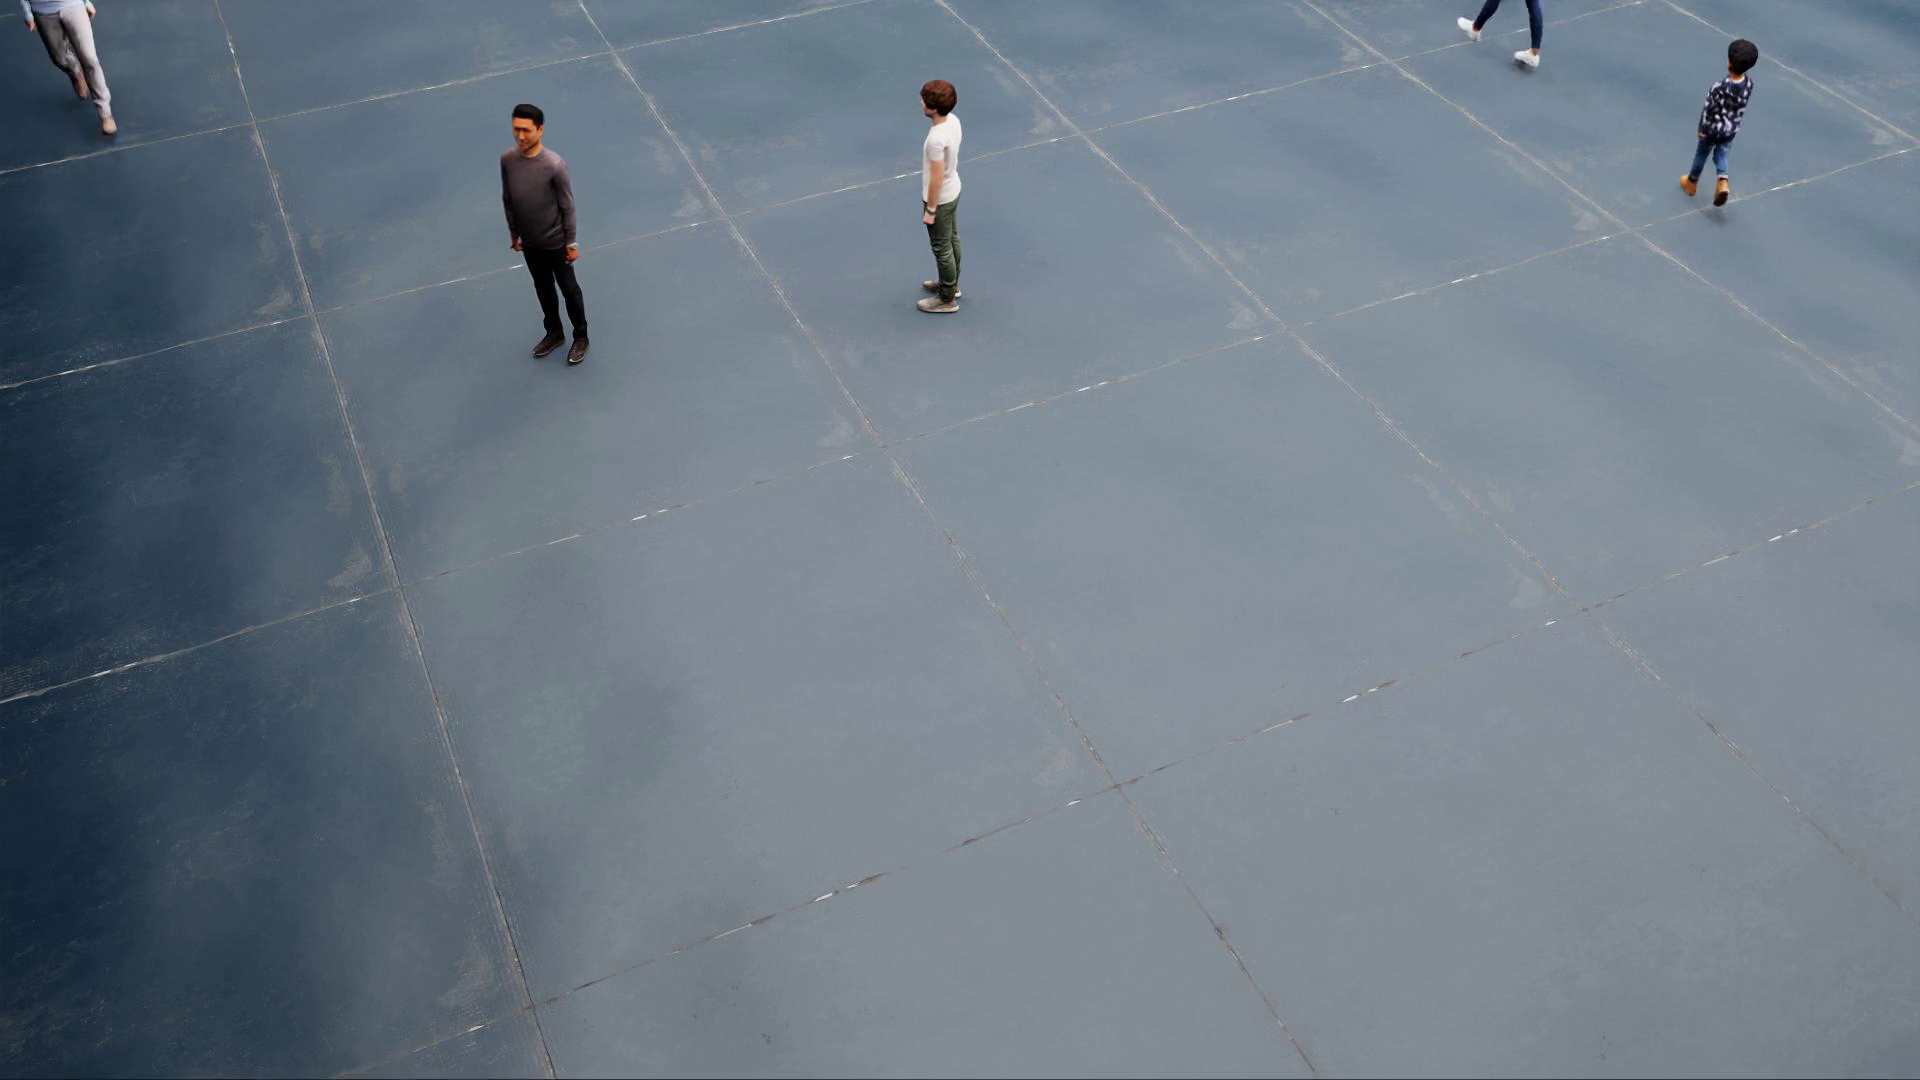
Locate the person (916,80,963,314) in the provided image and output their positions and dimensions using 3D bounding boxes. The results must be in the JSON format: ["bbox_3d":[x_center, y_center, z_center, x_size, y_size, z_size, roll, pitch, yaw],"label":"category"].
[{"bbox_3d":[-0.118,-2.276,11.032,0.717,1.655,0.638,9,43,9],"label":"person"}]

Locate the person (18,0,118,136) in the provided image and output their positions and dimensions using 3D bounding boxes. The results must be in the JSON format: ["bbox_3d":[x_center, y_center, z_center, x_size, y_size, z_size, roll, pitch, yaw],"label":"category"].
[{"bbox_3d":[-7.019,-4.148,12.934,0.660,1.868,1.146,-18,45,-19],"label":"person"}]

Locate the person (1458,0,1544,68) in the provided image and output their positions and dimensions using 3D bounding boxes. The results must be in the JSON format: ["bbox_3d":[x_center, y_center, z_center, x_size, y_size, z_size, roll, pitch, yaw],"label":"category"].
[{"bbox_3d":[4.719,-4.752,13.705,0.713,1.726,1.155,-21,46,-22],"label":"person"}]

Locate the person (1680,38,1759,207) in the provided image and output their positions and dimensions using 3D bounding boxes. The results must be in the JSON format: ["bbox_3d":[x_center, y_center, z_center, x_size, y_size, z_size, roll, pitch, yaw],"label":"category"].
[{"bbox_3d":[5.602,-3.034,12.176,0.657,1.238,0.820,-2,42,-2],"label":"person"}]

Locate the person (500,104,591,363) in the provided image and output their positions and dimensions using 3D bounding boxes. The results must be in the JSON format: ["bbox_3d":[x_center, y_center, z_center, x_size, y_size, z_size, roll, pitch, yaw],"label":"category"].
[{"bbox_3d":[-2.626,-1.943,10.578,0.757,1.772,0.700,-11,43,-12],"label":"person"}]
